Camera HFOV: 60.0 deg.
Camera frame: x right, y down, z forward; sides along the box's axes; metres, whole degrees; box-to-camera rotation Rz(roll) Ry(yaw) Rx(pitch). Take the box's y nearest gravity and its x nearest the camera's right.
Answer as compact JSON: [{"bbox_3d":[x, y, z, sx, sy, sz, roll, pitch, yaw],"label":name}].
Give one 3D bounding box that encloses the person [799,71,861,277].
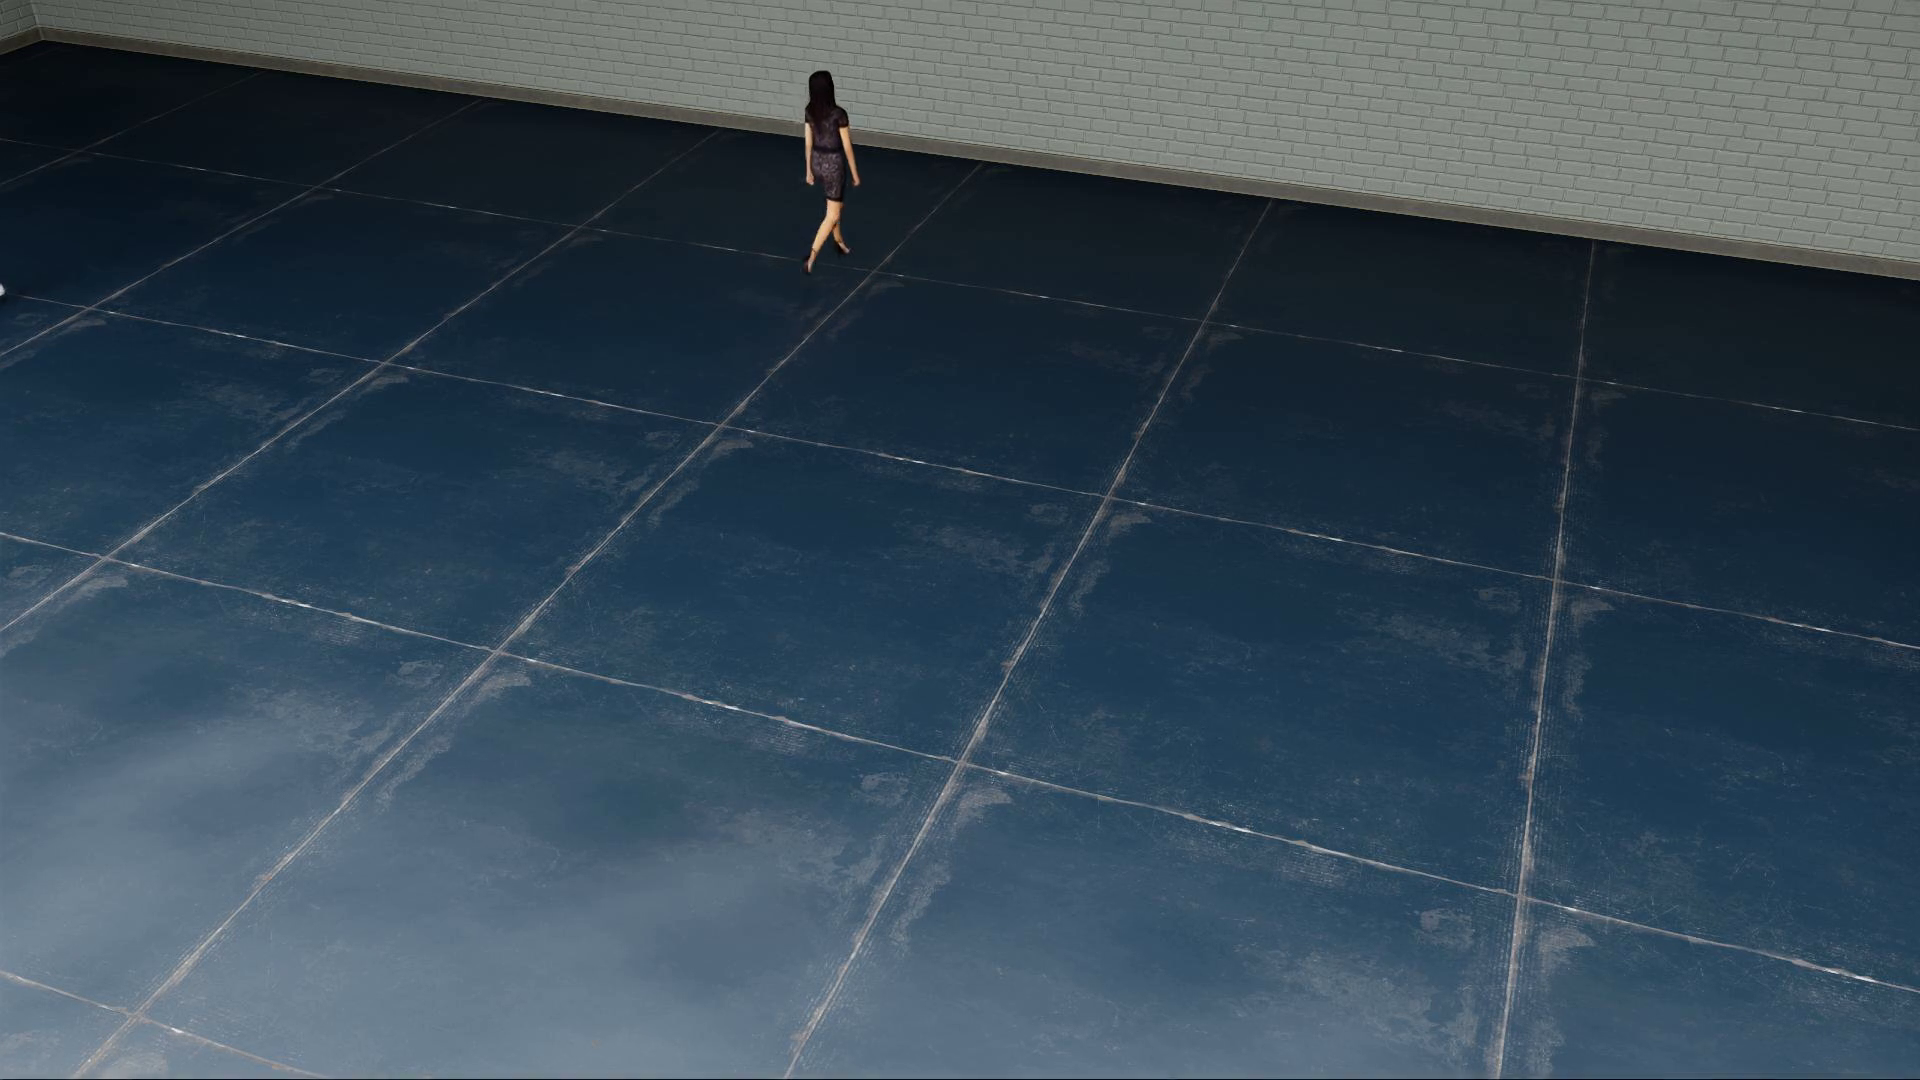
[{"bbox_3d":[-1.165,-3.097,14.285,0.758,1.756,1.157,19,38,27],"label":"person"}]
